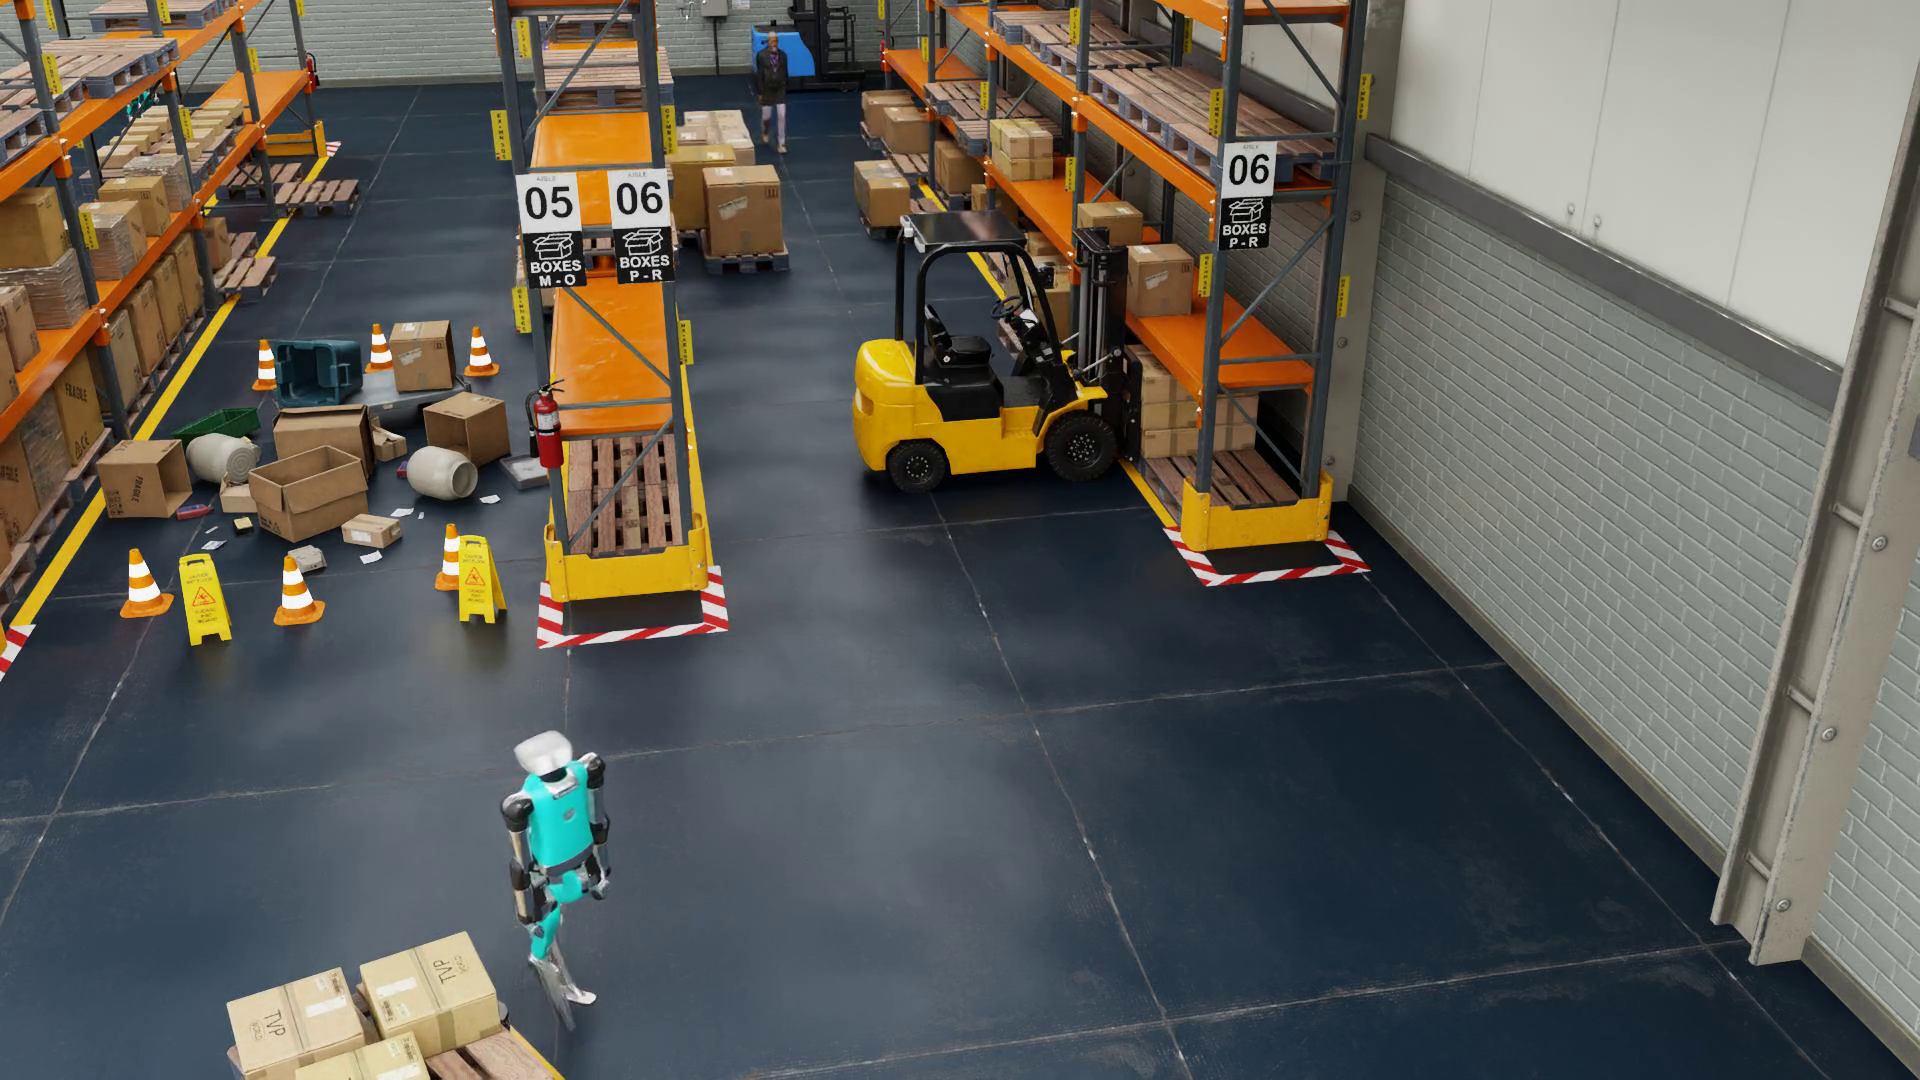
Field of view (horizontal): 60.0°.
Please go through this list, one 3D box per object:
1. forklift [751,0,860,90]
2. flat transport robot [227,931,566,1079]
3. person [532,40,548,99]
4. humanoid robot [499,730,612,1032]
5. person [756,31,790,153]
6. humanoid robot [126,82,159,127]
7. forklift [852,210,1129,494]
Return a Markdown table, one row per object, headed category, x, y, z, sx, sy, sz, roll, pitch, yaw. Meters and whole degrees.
| category | x | y | z | sx | sy | sz | roll | pitch | yaw |
| --- | --- | --- | --- | --- | --- | --- | --- | --- | --- |
| forklift | -2.872 | -9.679 | 30.288 | 1.873 | 2.768 | 1.129 | -5 | 26 | -10 |
| flat transport robot | -2.587 | 2.653 | 7.604 | 1.431 | 0.231 | 0.659 | -22 | 34 | -38 |
| person | -7.100 | -8.435 | 28.955 | 0.702 | 1.776 | 0.601 | -7 | 26 | -14 |
| humanoid robot | -2.032 | 1.665 | 8.059 | 0.741 | 1.860 | 0.564 | 21 | 33 | 37 |
| person | -2.906 | -6.972 | 25.830 | 0.541 | 1.835 | 0.624 | -8 | 27 | -17 |
| humanoid robot | -12.772 | -6.970 | 25.795 | 0.735 | 1.676 | 0.533 | 22 | 33 | 38 |
| forklift | 0.216 | -1.659 | 14.366 | 2.313 | 2.155 | 1.214 | -5 | 26 | -10 |
